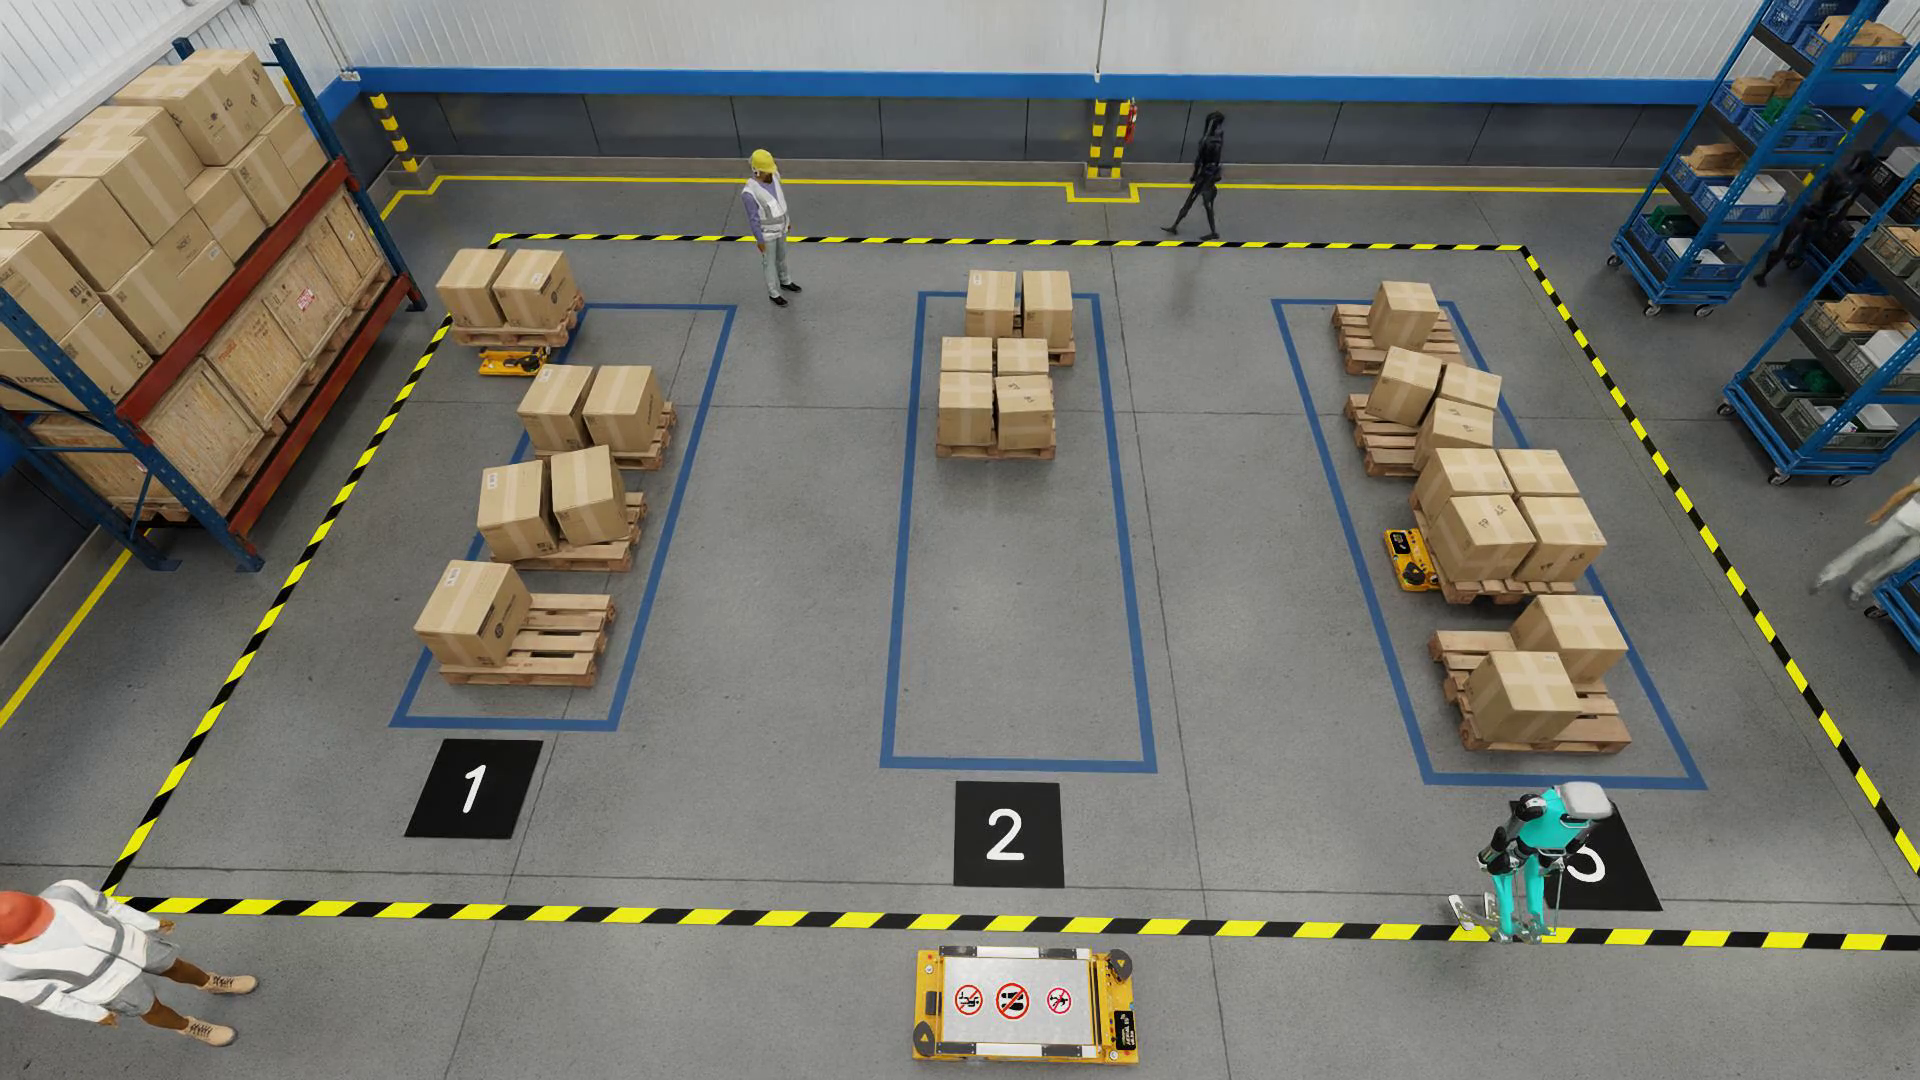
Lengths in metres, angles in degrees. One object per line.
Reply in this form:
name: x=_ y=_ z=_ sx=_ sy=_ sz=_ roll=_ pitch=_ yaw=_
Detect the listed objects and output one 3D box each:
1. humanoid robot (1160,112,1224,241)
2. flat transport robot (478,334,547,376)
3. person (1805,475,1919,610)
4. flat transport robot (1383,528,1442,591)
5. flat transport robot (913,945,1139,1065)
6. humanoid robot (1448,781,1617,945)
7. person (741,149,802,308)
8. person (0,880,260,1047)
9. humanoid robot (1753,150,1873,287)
humanoid robot: x=2.965 y=-4.397 z=11.184 sx=0.756 sy=1.625 sz=0.601 roll=-7 pitch=51 yaw=-6
flat transport robot: x=-4.926 y=-2.410 z=10.433 sx=0.652 sy=0.197 sz=1.431 roll=1 pitch=51 yaw=1
person: x=7.919 y=-0.121 z=7.567 sx=0.375 sy=1.843 sz=0.568 roll=-36 pitch=59 yaw=-26
flat transport robot: x=4.689 y=0.155 z=8.342 sx=1.431 sy=0.197 sz=0.652 roll=1 pitch=51 yaw=1
flat transport robot: x=0.422 y=3.041 z=6.007 sx=1.431 sy=0.231 sz=0.659 roll=1 pitch=51 yaw=1
humanoid robot: x=3.578 y=2.143 z=5.705 sx=0.533 sy=1.677 sz=0.735 roll=1 pitch=51 yaw=1
person: x=-2.117 y=-3.520 z=10.348 sx=0.404 sy=1.830 sz=0.587 roll=21 pitch=54 yaw=16
person: x=-4.878 y=2.474 z=5.332 sx=0.388 sy=2.034 sz=0.605 roll=1 pitch=51 yaw=1
humanoid robot: x=9.860 y=-3.757 z=10.638 sx=0.601 sy=1.641 sz=0.495 roll=8 pitch=51 yaw=7
